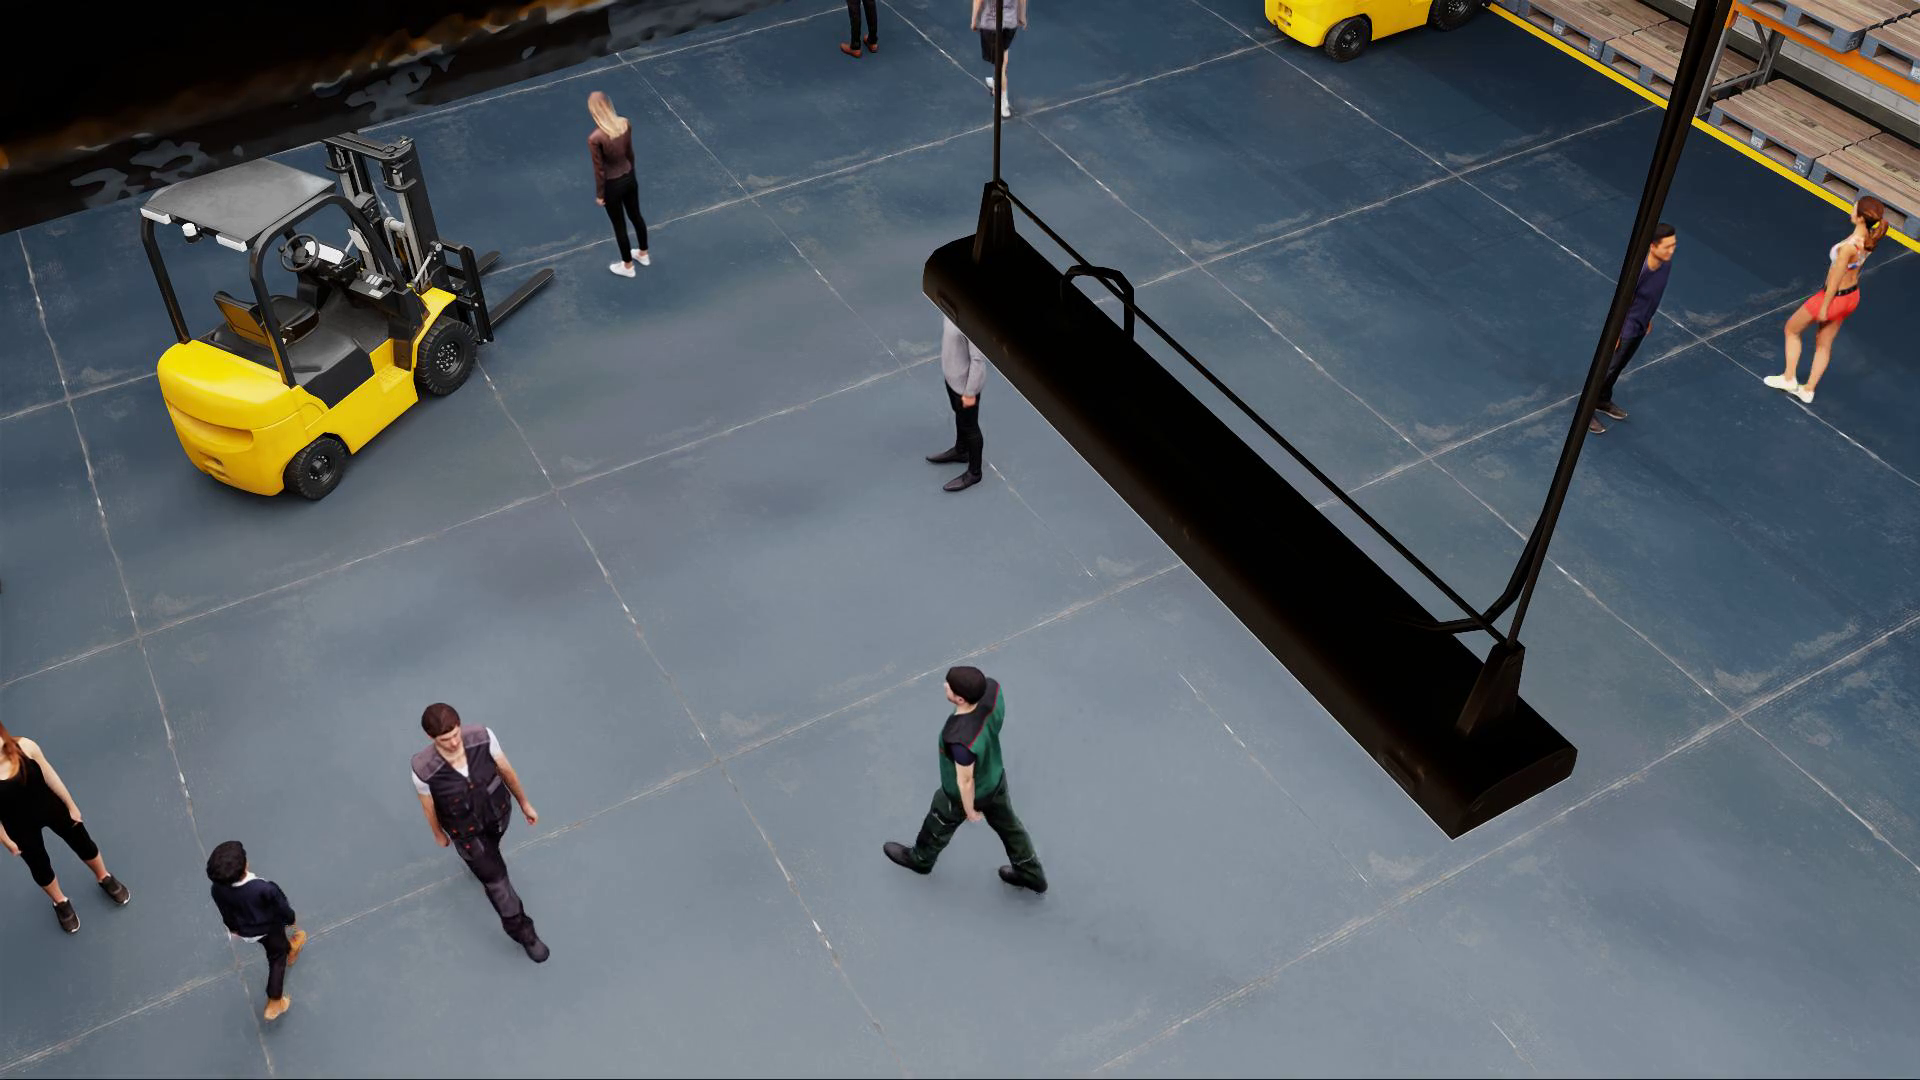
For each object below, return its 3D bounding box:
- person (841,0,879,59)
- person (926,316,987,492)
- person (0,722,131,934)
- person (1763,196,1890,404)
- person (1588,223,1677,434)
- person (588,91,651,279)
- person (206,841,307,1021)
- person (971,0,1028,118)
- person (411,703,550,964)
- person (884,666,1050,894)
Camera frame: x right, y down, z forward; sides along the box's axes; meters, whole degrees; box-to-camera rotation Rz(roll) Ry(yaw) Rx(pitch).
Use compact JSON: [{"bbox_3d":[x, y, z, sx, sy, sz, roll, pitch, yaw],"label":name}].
[{"bbox_3d":[-1.035,-5.839,16.898,0.704,1.884,0.575,-26,49,-25],"label":"person"},{"bbox_3d":[0.038,-1.216,12.016,0.842,1.923,0.639,-13,45,-13],"label":"person"},{"bbox_3d":[-5.153,1.534,9.276,0.599,1.722,0.569,-30,51,-28],"label":"person"},{"bbox_3d":[6.755,-1.780,12.716,0.565,1.777,0.611,-20,47,-20],"label":"person"},{"bbox_3d":[5.042,-1.627,12.542,0.674,1.793,0.578,-29,51,-27],"label":"person"},{"bbox_3d":[-2.884,-3.005,14.055,0.645,1.703,0.669,27,50,25],"label":"person"},{"bbox_3d":[-3.831,2.111,9.039,0.789,1.213,0.904,5,44,5],"label":"person"},{"bbox_3d":[0.422,-4.936,15.973,0.718,1.853,0.928,-18,47,-18],"label":"person"},{"bbox_3d":[-2.735,1.481,9.272,1.255,1.804,0.887,34,53,31],"label":"person"},{"bbox_3d":[0.166,1.376,9.344,1.323,1.857,1.143,18,46,18],"label":"person"}]
